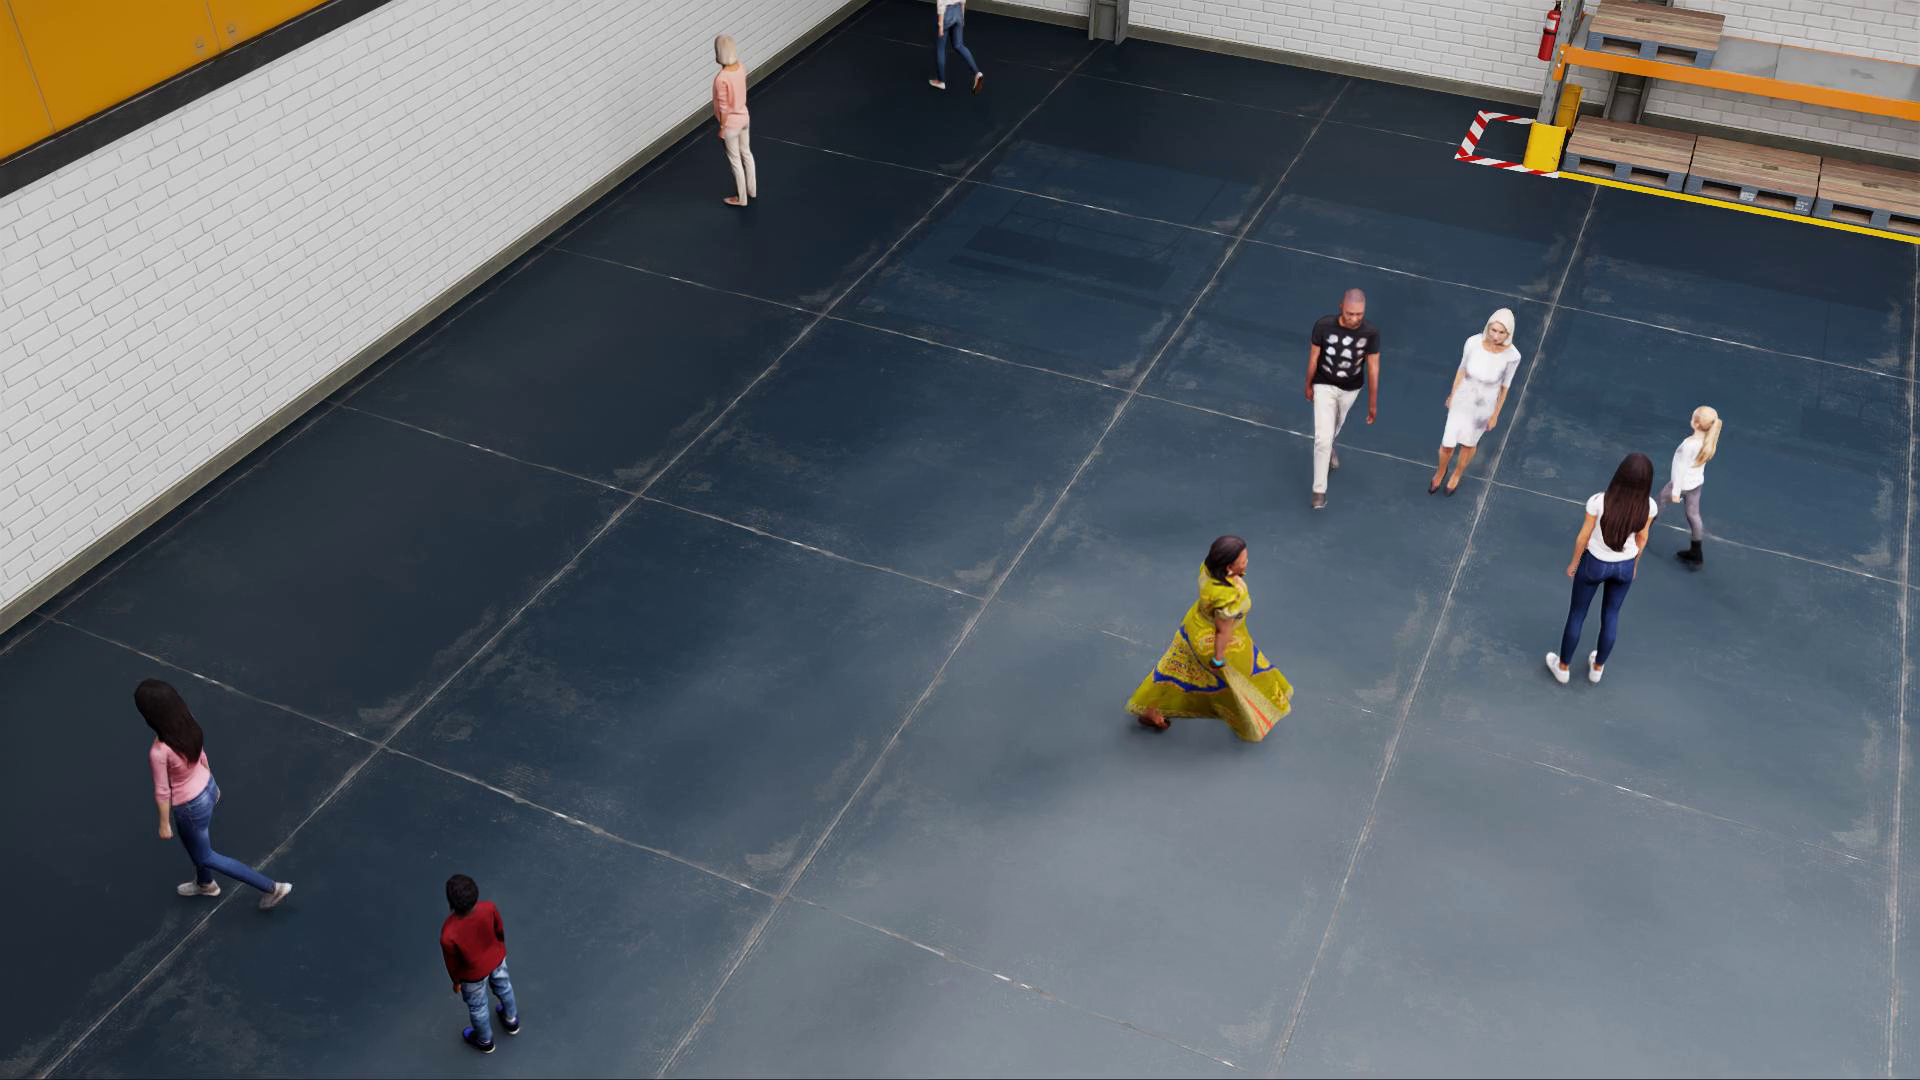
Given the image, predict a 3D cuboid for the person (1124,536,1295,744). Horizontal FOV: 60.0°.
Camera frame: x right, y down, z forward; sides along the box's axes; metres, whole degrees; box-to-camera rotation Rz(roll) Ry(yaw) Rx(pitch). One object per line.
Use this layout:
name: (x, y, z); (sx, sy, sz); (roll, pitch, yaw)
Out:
person: (1.513, 0.642, 10.458); (1.439, 1.614, 1.271); (-7, 39, -8)

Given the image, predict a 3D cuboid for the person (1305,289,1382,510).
person: (2.862, -1.184, 12.644); (1.257, 1.739, 1.026); (2, 39, 3)

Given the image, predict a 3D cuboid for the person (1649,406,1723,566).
person: (5.303, -0.376, 12.024); (0.834, 1.250, 0.956); (-18, 42, -22)

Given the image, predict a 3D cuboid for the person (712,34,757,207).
person: (-2.221, -4.124, 16.336); (0.518, 1.725, 0.600); (18, 42, 21)

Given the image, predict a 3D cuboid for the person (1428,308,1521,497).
person: (3.894, -1.063, 12.507); (0.533, 1.722, 0.663); (21, 43, 24)

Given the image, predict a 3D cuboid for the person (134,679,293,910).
person: (-4.246, 1.486, 9.315); (1.060, 1.722, 0.848); (0, 39, 0)

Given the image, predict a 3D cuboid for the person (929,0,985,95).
person: (-0.048, -5.744, 18.377); (0.820, 1.709, 1.086); (-32, 48, -33)

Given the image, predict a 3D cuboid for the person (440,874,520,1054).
person: (-2.528, 2.227, 8.763); (0.539, 1.253, 0.540); (26, 46, 29)

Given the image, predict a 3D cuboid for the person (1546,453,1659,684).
person: (4.232, 0.203, 10.883); (0.607, 1.769, 0.729); (2, 39, 3)
